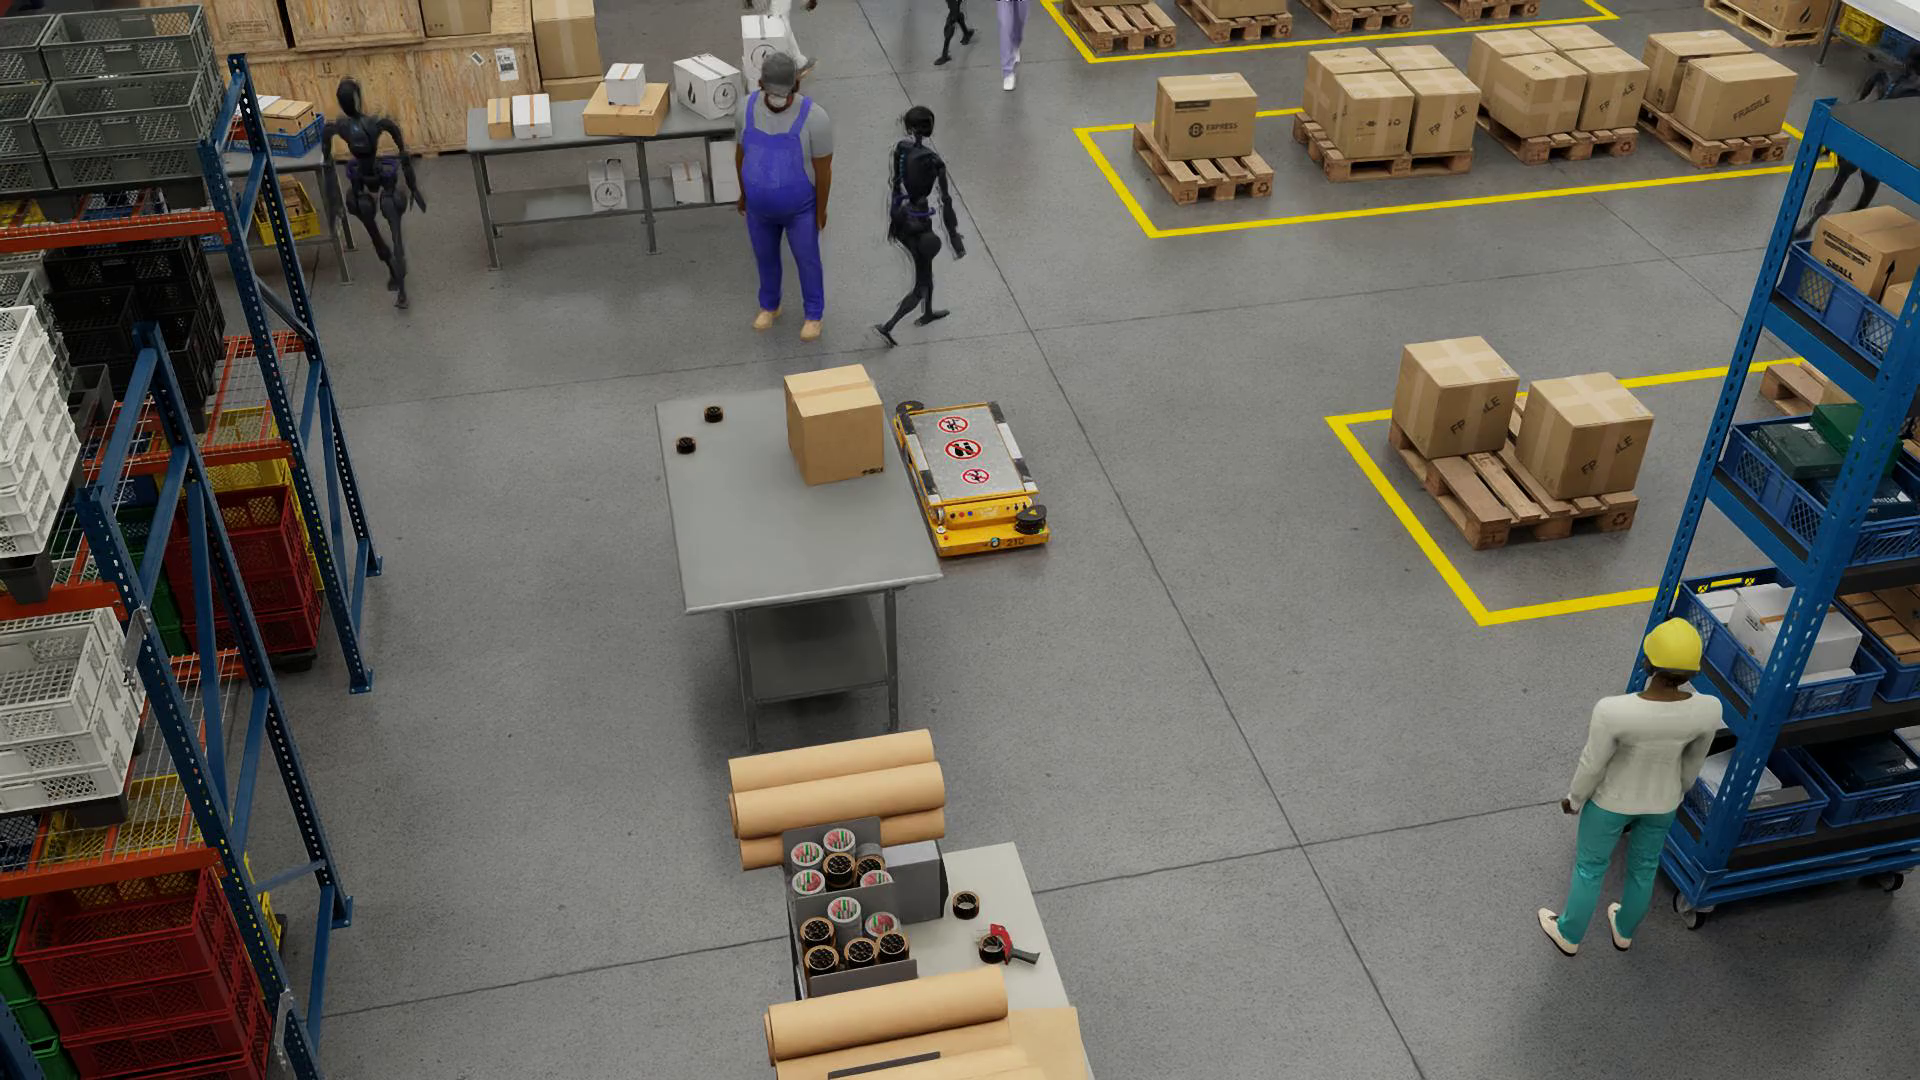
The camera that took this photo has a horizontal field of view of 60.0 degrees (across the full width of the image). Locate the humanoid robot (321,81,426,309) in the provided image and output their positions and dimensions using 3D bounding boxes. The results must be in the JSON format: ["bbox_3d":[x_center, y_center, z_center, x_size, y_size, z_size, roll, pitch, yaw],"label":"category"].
[{"bbox_3d":[-4.103,-2.409,11.638,0.621,1.622,0.759,-4,37,-5],"label":"humanoid robot"}]

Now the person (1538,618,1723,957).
[{"bbox_3d":[2.770,1.046,6.891,0.523,1.769,0.322,-1,37,-1],"label":"person"}]

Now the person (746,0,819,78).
[{"bbox_3d":[-1.598,-4.907,14.836,0.593,1.829,0.982,23,42,27],"label":"person"}]

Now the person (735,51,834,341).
[{"bbox_3d":[-1.198,-2.311,11.176,0.683,2.000,0.536,11,38,15],"label":"person"}]

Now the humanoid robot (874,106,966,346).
[{"bbox_3d":[-0.323,-2.112,11.232,0.654,1.638,0.582,-21,42,-26],"label":"humanoid robot"}]

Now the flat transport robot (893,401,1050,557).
[{"bbox_3d":[0.046,-0.430,10.108,0.652,0.197,1.431,-8,37,-10],"label":"flat transport robot"}]

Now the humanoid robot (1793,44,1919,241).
[{"bbox_3d":[6.722,-2.876,12.251,0.417,1.622,0.657,-21,41,-25],"label":"humanoid robot"}]

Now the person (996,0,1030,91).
[{"bbox_3d":[0.465,-5.138,15.108,0.598,1.872,0.905,-1,37,-2],"label":"person"}]

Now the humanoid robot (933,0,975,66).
[{"bbox_3d":[-0.048,-5.368,15.639,0.595,1.635,0.795,22,42,27],"label":"humanoid robot"}]
